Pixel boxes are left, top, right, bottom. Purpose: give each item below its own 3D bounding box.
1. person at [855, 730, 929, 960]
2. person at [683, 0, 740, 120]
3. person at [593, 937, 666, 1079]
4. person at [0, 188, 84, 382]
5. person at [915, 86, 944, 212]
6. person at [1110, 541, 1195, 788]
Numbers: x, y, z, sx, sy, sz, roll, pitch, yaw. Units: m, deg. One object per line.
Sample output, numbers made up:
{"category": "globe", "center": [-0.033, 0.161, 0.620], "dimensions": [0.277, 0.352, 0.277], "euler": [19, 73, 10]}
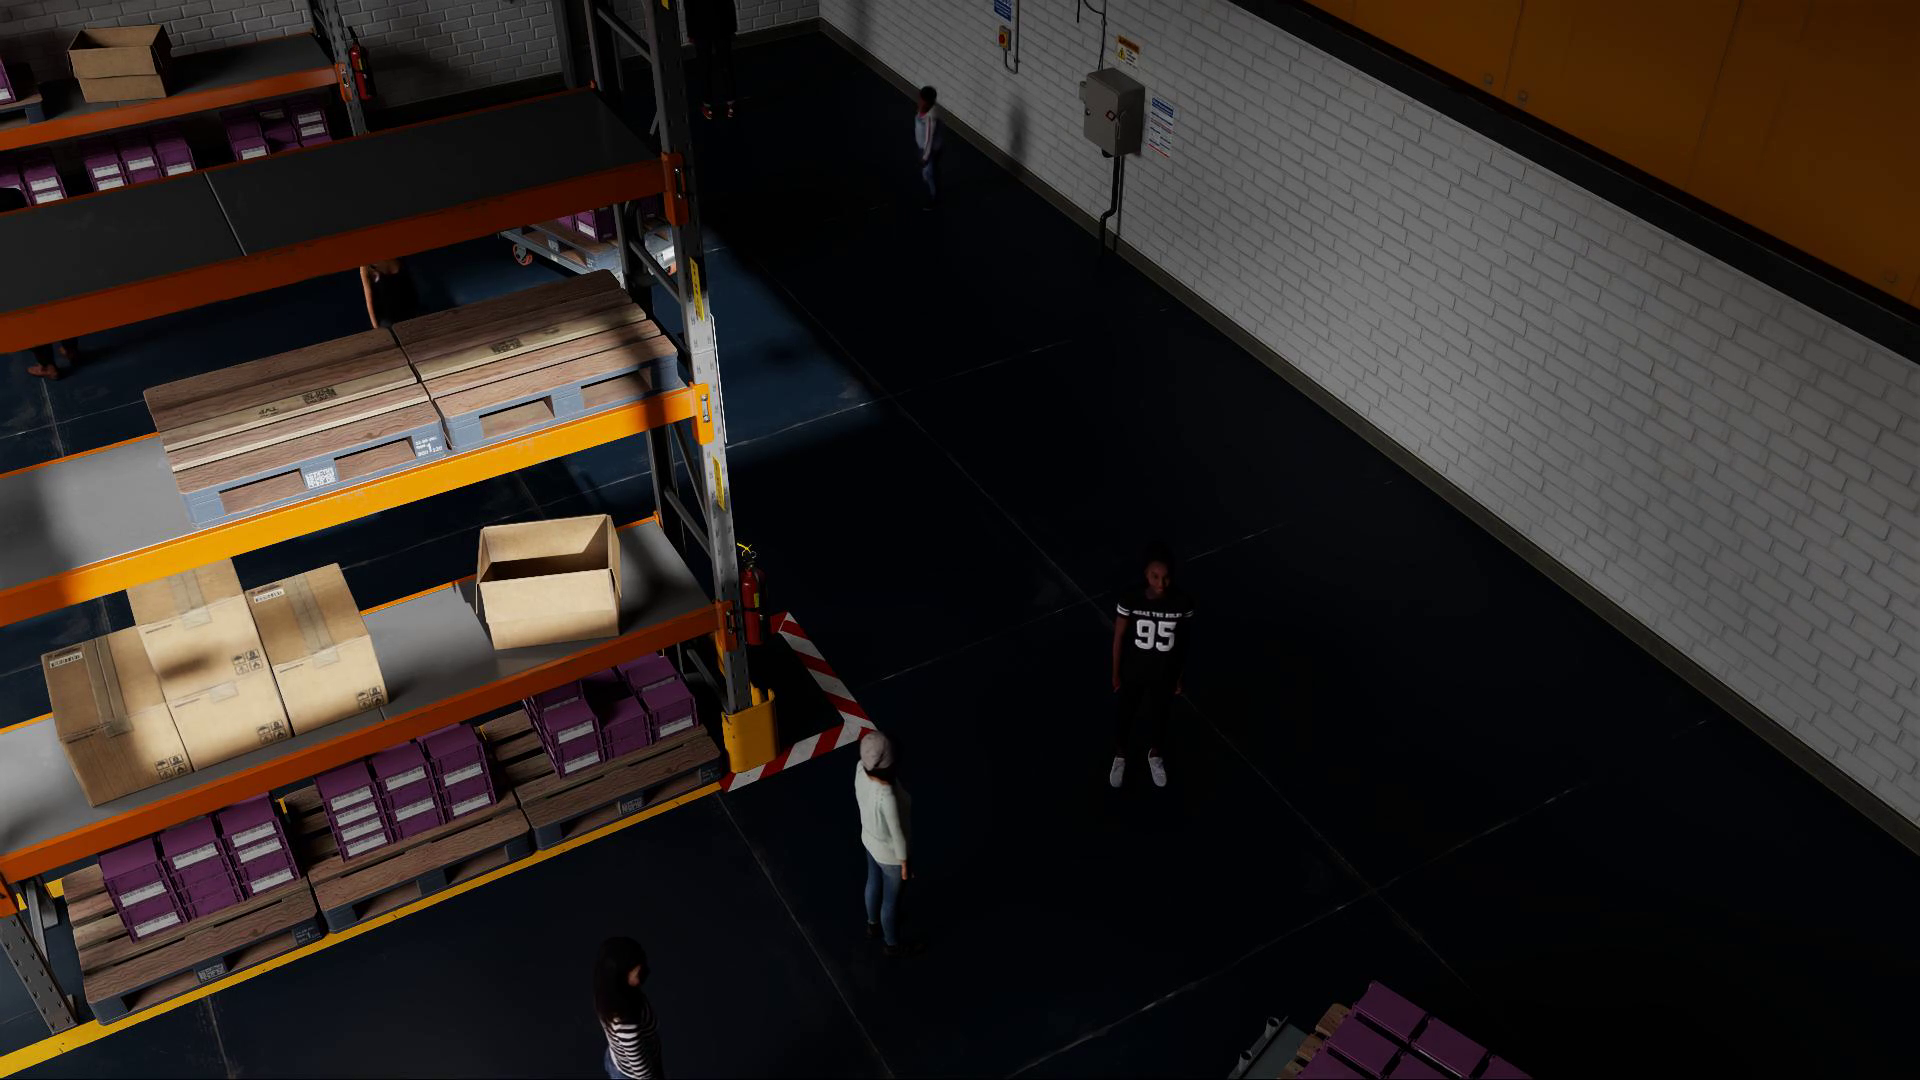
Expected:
{"category": "person", "center": [-0.392, 1.609, 8.850], "dimensions": [0.491, 1.645, 0.564], "euler": [-21, 43, -24]}
{"category": "person", "center": [-2.595, -5.305, 17.369], "dimensions": [0.675, 1.817, 0.831], "euler": [-6, 39, -7]}
{"category": "person", "center": [-1.494, 2.463, 7.662], "dimensions": [0.486, 1.794, 0.588], "euler": [-18, 42, -22]}
{"category": "person", "center": [-7.585, -2.186, 13.395], "dimensions": [0.846, 1.904, 0.726], "euler": [21, 43, 24]}
{"category": "person", "center": [-0.270, -3.806, 15.956], "dimensions": [0.634, 1.239, 0.690], "euler": [2, 39, 3]}
{"category": "person", "center": [1.123, 0.754, 9.855], "dimensions": [0.683, 1.726, 0.774], "euler": [0, 39, 0]}
